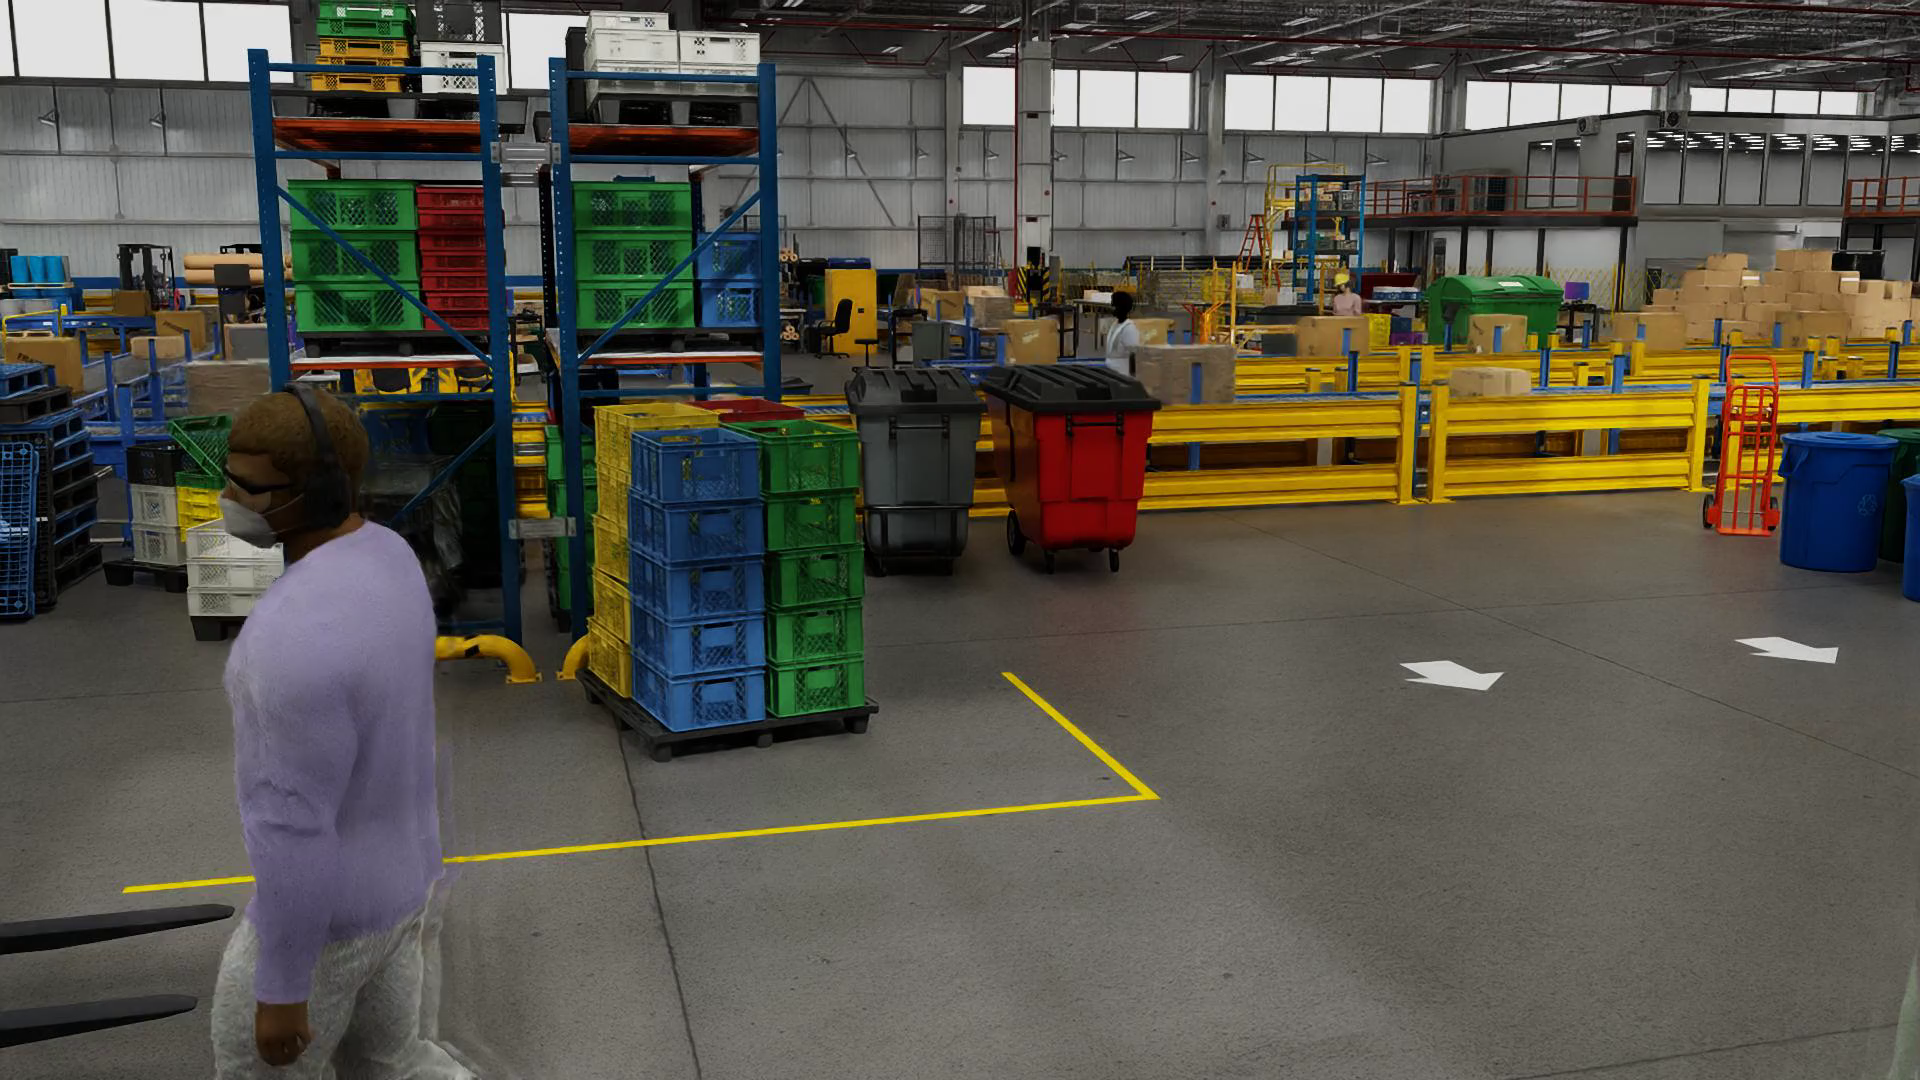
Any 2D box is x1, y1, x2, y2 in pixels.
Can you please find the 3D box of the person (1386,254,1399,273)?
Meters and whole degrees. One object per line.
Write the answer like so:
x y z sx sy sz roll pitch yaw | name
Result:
16.174 -9.818 62.367 0.584 1.882 0.346 -3 11 -18 | person

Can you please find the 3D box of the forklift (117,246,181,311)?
-19.966 -6.232 40.894 1.157 1.987 2.680 -3 10 -15 | forklift

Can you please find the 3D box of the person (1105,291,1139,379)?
1.617 -1.660 16.742 0.388 1.684 0.538 -2 10 -10 | person

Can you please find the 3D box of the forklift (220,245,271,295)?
-17.749 -6.334 41.440 1.157 1.987 2.680 -3 10 -17 | forklift

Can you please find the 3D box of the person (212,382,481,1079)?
-1.121 0.656 3.036 0.833 1.903 0.651 0 10 0 | person

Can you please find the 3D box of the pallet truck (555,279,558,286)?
-10.604 -6.375 44.520 0.653 1.274 1.630 -3 10 -15 | pallet truck

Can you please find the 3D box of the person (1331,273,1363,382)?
5.796 -3.111 24.849 0.484 1.731 0.542 -8 13 -38 | person
